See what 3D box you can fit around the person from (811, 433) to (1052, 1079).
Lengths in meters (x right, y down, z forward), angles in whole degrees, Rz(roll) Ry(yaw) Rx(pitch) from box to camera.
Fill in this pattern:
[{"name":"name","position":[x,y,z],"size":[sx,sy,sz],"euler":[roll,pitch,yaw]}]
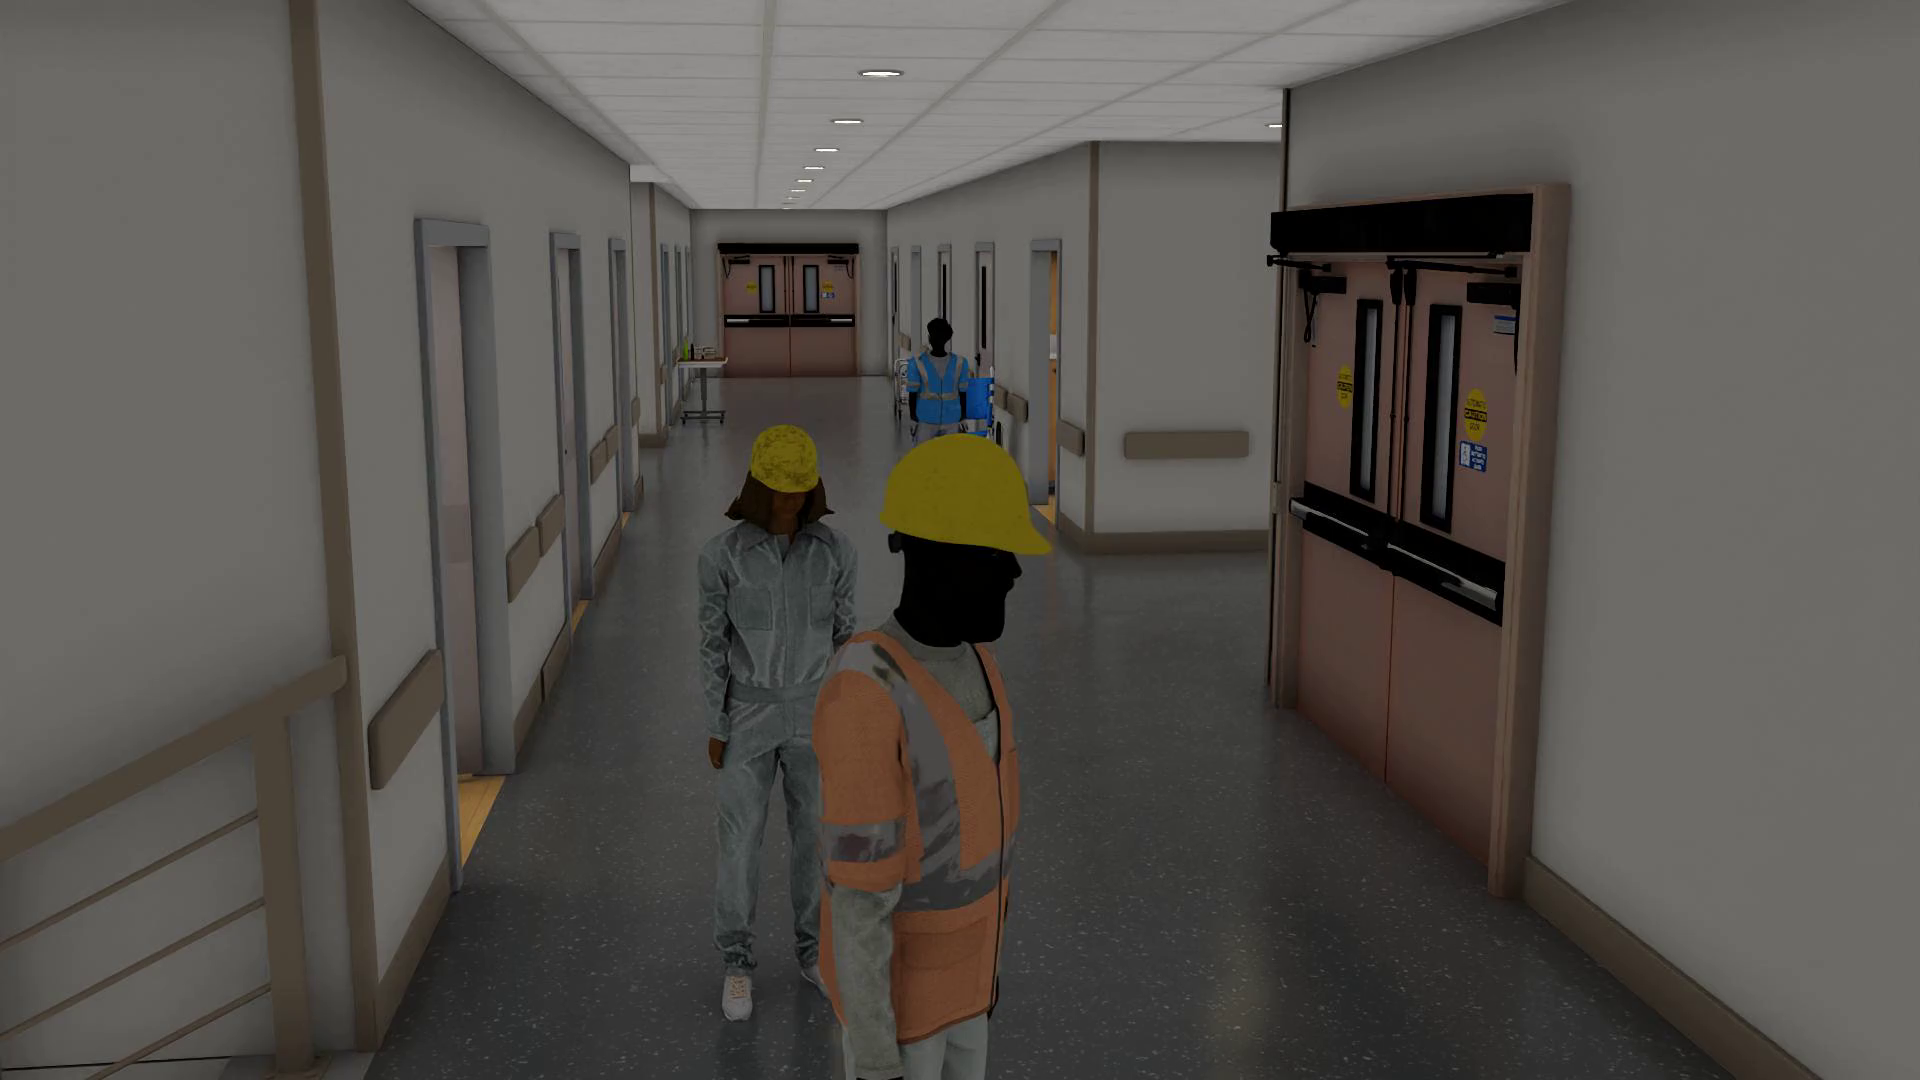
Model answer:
[{"name":"person","position":[-0.040,0.767,2.932],"size":[0.393,1.918,0.585],"euler":[4,10,21]}]

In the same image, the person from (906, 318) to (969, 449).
[{"name":"person","position":[-0.181,-0.997,13.826],"size":[0.536,1.699,0.322],"euler":[-2,10,-13]}]

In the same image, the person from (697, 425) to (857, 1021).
[{"name":"person","position":[-0.513,0.527,4.858],"size":[0.484,1.736,0.306],"euler":[-4,11,-22]}]
